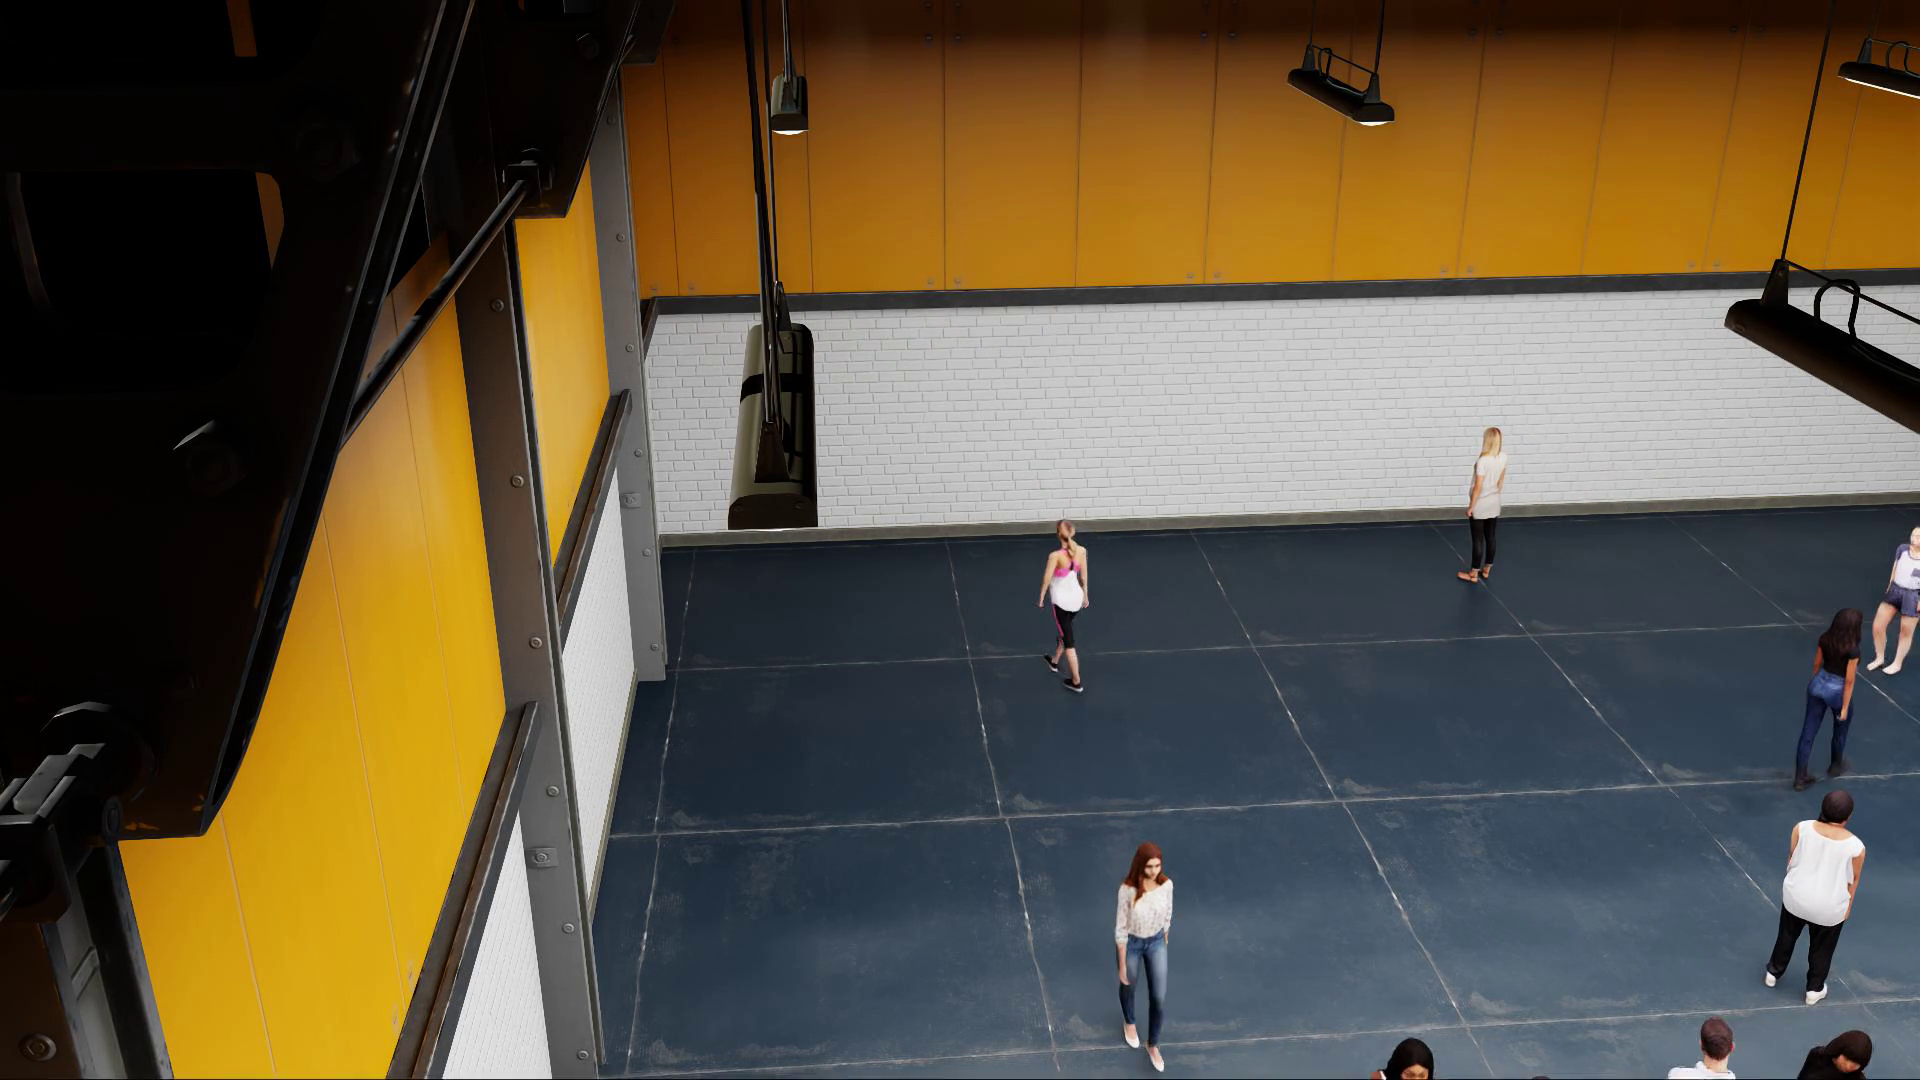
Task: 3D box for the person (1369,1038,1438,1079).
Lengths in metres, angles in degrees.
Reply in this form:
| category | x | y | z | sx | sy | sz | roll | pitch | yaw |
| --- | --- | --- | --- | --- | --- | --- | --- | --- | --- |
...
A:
| category | x | y | z | sx | sy | sz | roll | pitch | yaw |
| --- | --- | --- | --- | --- | --- | --- | --- | --- | --- |
| person | 2.531 | 3.569 | 9.686 | 0.803 | 1.762 | 1.199 | 3 | 24 | 6 |

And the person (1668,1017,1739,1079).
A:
| category | x | y | z | sx | sy | sz | roll | pitch | yaw |
| --- | --- | --- | --- | --- | --- | --- | --- | --- | --- |
| person | 4.217 | 3.617 | 9.484 | 0.798 | 1.837 | 0.808 | 10 | 25 | 21 |

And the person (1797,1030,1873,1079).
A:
| category | x | y | z | sx | sy | sz | roll | pitch | yaw |
| --- | --- | --- | --- | --- | --- | --- | --- | --- | --- |
| person | 5.198 | 3.502 | 10.034 | 0.813 | 1.606 | 0.745 | -11 | 26 | -24 |

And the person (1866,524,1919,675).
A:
| category | x | y | z | sx | sy | sz | roll | pitch | yaw |
| --- | --- | --- | --- | --- | --- | --- | --- | --- | --- |
| person | 9.529 | 0.582 | 16.673 | 0.766 | 1.638 | 0.661 | -13 | 27 | -27 |

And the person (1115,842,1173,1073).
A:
| category | x | y | z | sx | sy | sz | roll | pitch | yaw |
| --- | --- | --- | --- | --- | --- | --- | --- | --- | --- |
| person | 1.234 | 2.777 | 11.563 | 0.575 | 1.711 | 0.760 | -2 | 24 | -5 |

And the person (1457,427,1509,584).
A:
| category | x | y | z | sx | sy | sz | roll | pitch | yaw |
| --- | --- | --- | --- | --- | --- | --- | --- | --- | --- |
| person | 5.912 | -0.396 | 18.681 | 0.672 | 1.823 | 0.664 | -13 | 27 | -27 |

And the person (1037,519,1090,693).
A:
| category | x | y | z | sx | sy | sz | roll | pitch | yaw |
| --- | --- | --- | --- | --- | --- | --- | --- | --- | --- |
| person | 1.095 | 0.673 | 16.311 | 0.877 | 1.762 | 1.048 | -15 | 28 | -30 |

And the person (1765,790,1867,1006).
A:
| category | x | y | z | sx | sy | sz | roll | pitch | yaw |
| --- | --- | --- | --- | --- | --- | --- | --- | --- | --- |
| person | 6.227 | 2.565 | 12.082 | 0.826 | 1.683 | 0.748 | -20 | 31 | -39 |

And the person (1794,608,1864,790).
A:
| category | x | y | z | sx | sy | sz | roll | pitch | yaw |
| --- | --- | --- | --- | --- | --- | --- | --- | --- | --- |
| person | 7.596 | 1.425 | 14.653 | 0.927 | 1.712 | 0.982 | -14 | 27 | -30 |
